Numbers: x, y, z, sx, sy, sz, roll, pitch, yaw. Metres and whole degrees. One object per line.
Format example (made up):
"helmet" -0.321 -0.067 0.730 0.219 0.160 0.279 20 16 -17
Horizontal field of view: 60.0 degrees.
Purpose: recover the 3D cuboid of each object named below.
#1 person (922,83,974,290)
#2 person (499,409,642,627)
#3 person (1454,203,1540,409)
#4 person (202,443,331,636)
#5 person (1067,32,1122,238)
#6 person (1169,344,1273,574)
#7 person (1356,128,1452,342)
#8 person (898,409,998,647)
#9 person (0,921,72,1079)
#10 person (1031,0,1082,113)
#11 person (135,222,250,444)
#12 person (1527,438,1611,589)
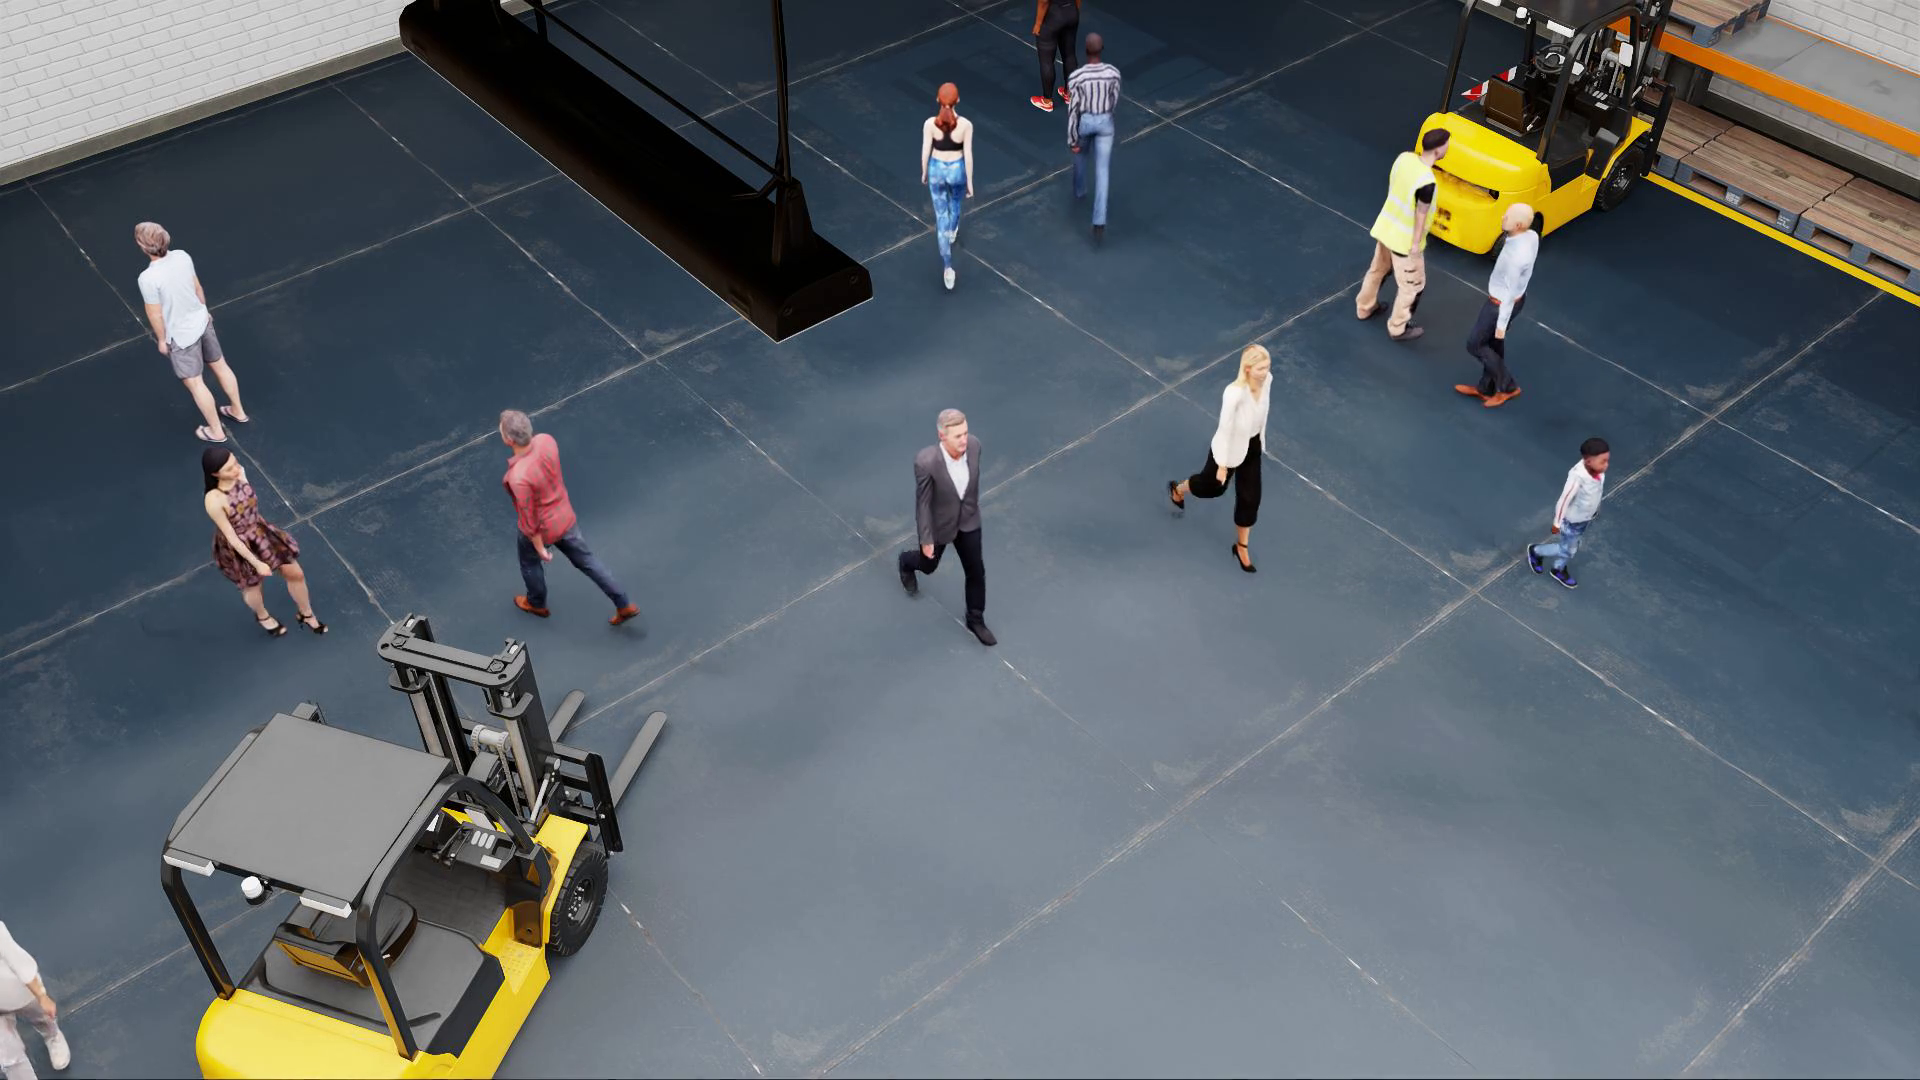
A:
"person" -0.107 -2.918 13.863 1.076 1.731 1.204 -1 44 -1
"person" -2.603 -0.086 10.848 1.294 1.790 0.994 19 47 18
"person" 4.189 -1.731 12.584 0.866 1.775 0.794 20 47 20
"person" -4.669 0.046 10.739 0.898 1.748 0.832 8 44 9
"person" 1.187 -3.468 14.438 1.073 1.733 1.238 -3 44 -3
"person" 1.814 -0.627 11.390 0.613 1.825 1.132 -29 51 -27
"person" 3.561 -2.449 13.301 0.939 1.826 0.817 -14 45 -14
"person" -0.123 -0.148 10.904 0.814 1.801 1.206 -23 48 -23
"person" -4.911 2.249 8.492 0.750 1.658 1.029 -21 47 -20
"person" 0.941 -5.023 16.012 0.699 1.813 0.651 -24 48 -23
"person" -5.729 -1.548 12.351 0.710 1.832 0.715 15 46 16
"person" 4.176 -0.219 11.376 0.473 1.252 0.600 -29 51 -27
